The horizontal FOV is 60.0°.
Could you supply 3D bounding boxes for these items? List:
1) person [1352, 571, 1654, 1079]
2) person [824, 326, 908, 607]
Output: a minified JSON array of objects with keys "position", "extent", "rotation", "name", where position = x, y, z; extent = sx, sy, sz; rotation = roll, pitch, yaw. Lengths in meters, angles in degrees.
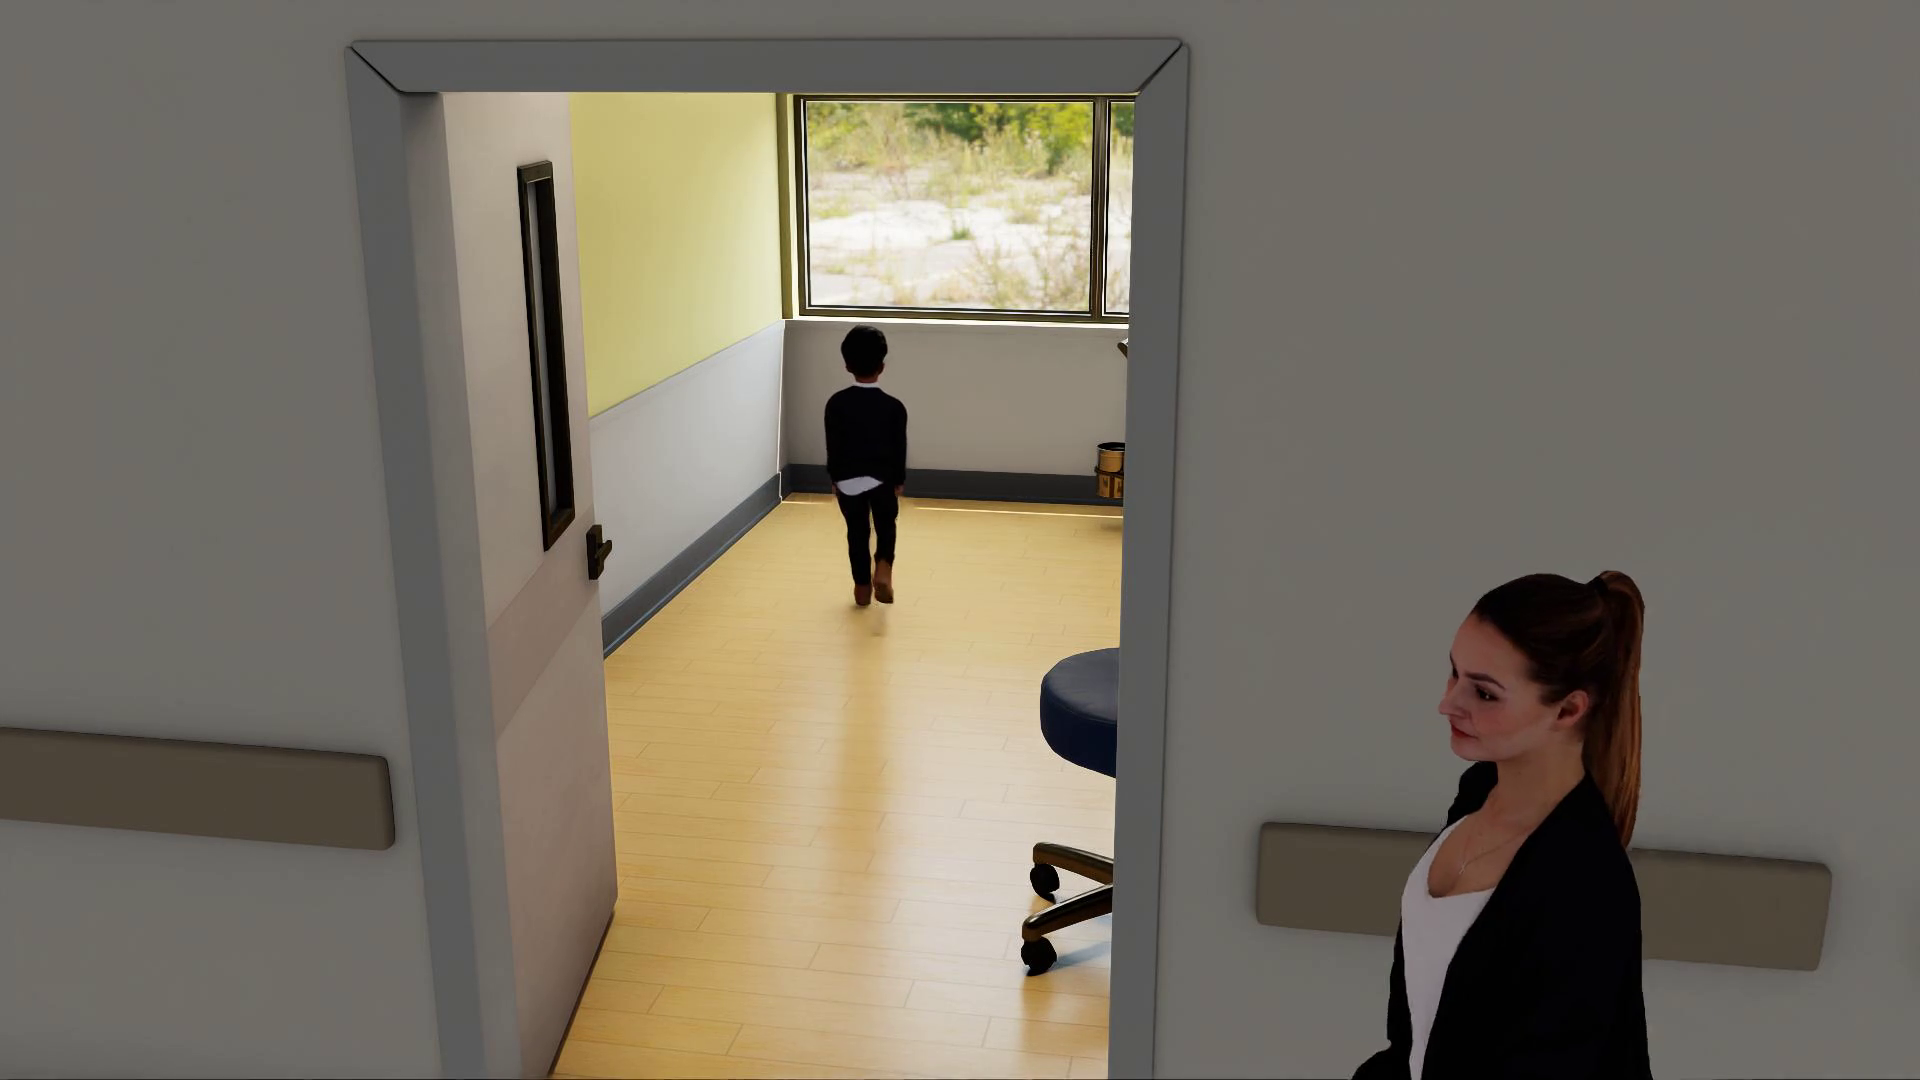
[{"position":[0.822,0.856,2.219],"extent":[0.960,1.655,0.709],"rotation":[0,16,1],"name":"person"},{"position":[-0.400,-0.291,7.092],"extent":[0.646,1.218,0.652],"rotation":[-1,16,-4],"name":"person"}]
